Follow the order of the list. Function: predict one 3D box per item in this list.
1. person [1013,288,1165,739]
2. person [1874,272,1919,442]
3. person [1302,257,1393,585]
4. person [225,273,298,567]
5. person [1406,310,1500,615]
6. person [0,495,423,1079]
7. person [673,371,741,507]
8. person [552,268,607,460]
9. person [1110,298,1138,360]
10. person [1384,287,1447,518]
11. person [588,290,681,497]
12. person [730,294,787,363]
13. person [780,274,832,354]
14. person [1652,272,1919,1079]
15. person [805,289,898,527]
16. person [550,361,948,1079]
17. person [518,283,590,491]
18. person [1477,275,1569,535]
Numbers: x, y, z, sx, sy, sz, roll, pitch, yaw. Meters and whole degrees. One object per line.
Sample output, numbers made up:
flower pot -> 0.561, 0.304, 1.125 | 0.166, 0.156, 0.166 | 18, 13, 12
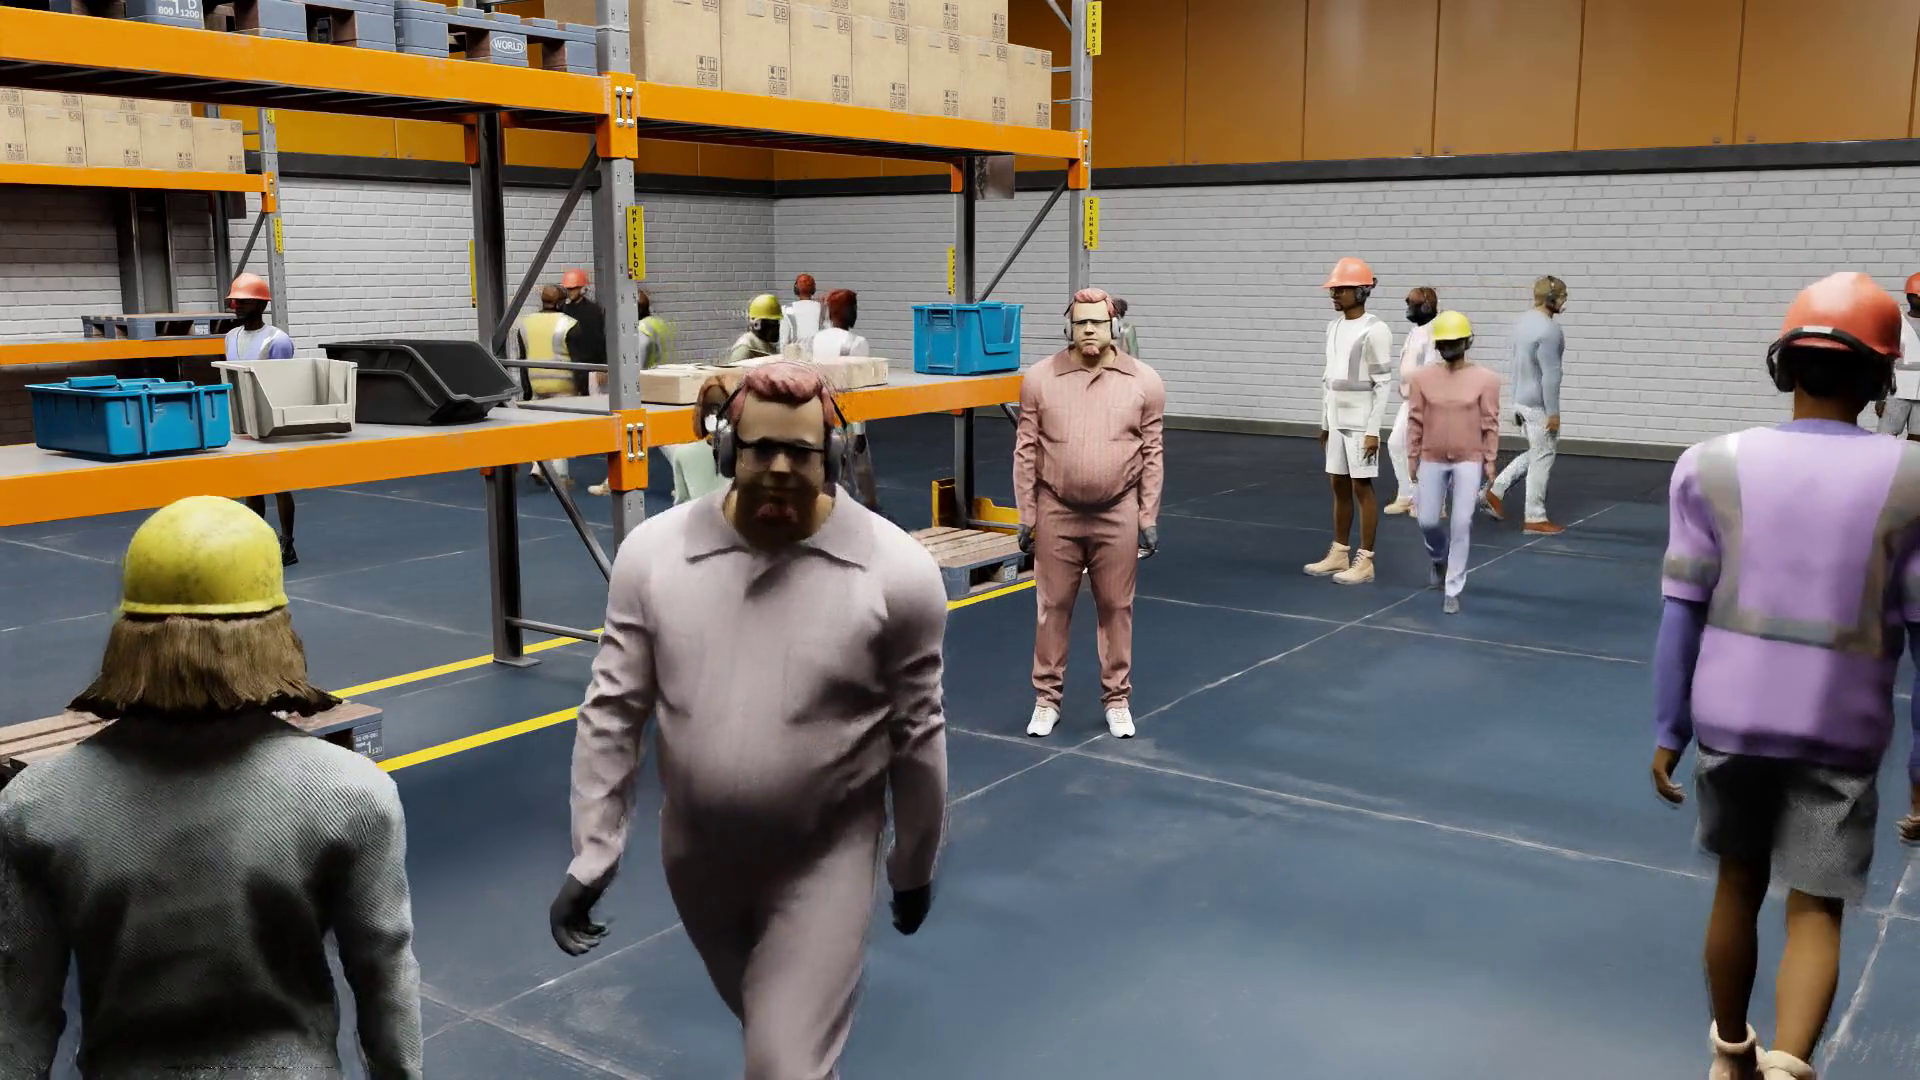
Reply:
person -> 0.544, -0.105, 7.062 | 0.642, 1.909, 0.410 | 1, 10, 4
person -> 7.596, -1.166, 13.286 | 0.543, 1.939, 0.360 | 1, 10, 3
person -> 2.439, -0.740, 10.440 | 0.396, 2.044, 0.609 | -3, 10, -20
person -> -4.633, -0.778, 10.965 | 0.544, 1.943, 0.347 | 4, 10, 21
person -> 2.874, -0.467, 9.705 | 0.525, 1.748, 0.579 | 4, 10, 24
person -> -0.973, 0.808, 2.179 | 0.528, 1.719, 0.419 | -3, 10, -17
person -> -0.828, 0.171, 6.243 | 0.511, 1.621, 0.448 | 4, 11, 25
person -> -3.814, -1.813, 17.112 | 0.621, 1.961, 0.917 | 5, 11, 29
person -> 1.690, -1.779, 17.936 | 0.522, 1.654, 0.480 | 9, 13, 44
person -> 3.586, -1.064, 13.033 | 0.600, 1.817, 0.629 | -1, 10, -8
person -> -2.664, -1.229, 14.146 | 0.997, 1.786, 0.632 | -1, 10, -3
person -> -1.556, -0.906, 12.184 | 0.834, 1.799, 0.616 | 4, 10, 20
person -> -1.632, -1.881, 17.708 | 0.580, 1.884, 0.352 | -2, 10, -14
person -> 1.813, 0.427, 3.631 | 0.609, 2.013, 0.847 | 6, 11, 32
person -> -0.824, -0.828, 11.606 | 0.602, 1.829, 0.976 | 7, 12, 38
person -> -0.364, 0.585, 3.150 | 0.649, 1.847, 1.040 | 2, 10, 14
person -> -3.533, -1.326, 14.572 | 0.638, 1.824, 0.449 | 4, 10, 24
person -> 4.215, -0.989, 12.304 | 0.526, 1.926, 0.632 | 1, 10, 3
